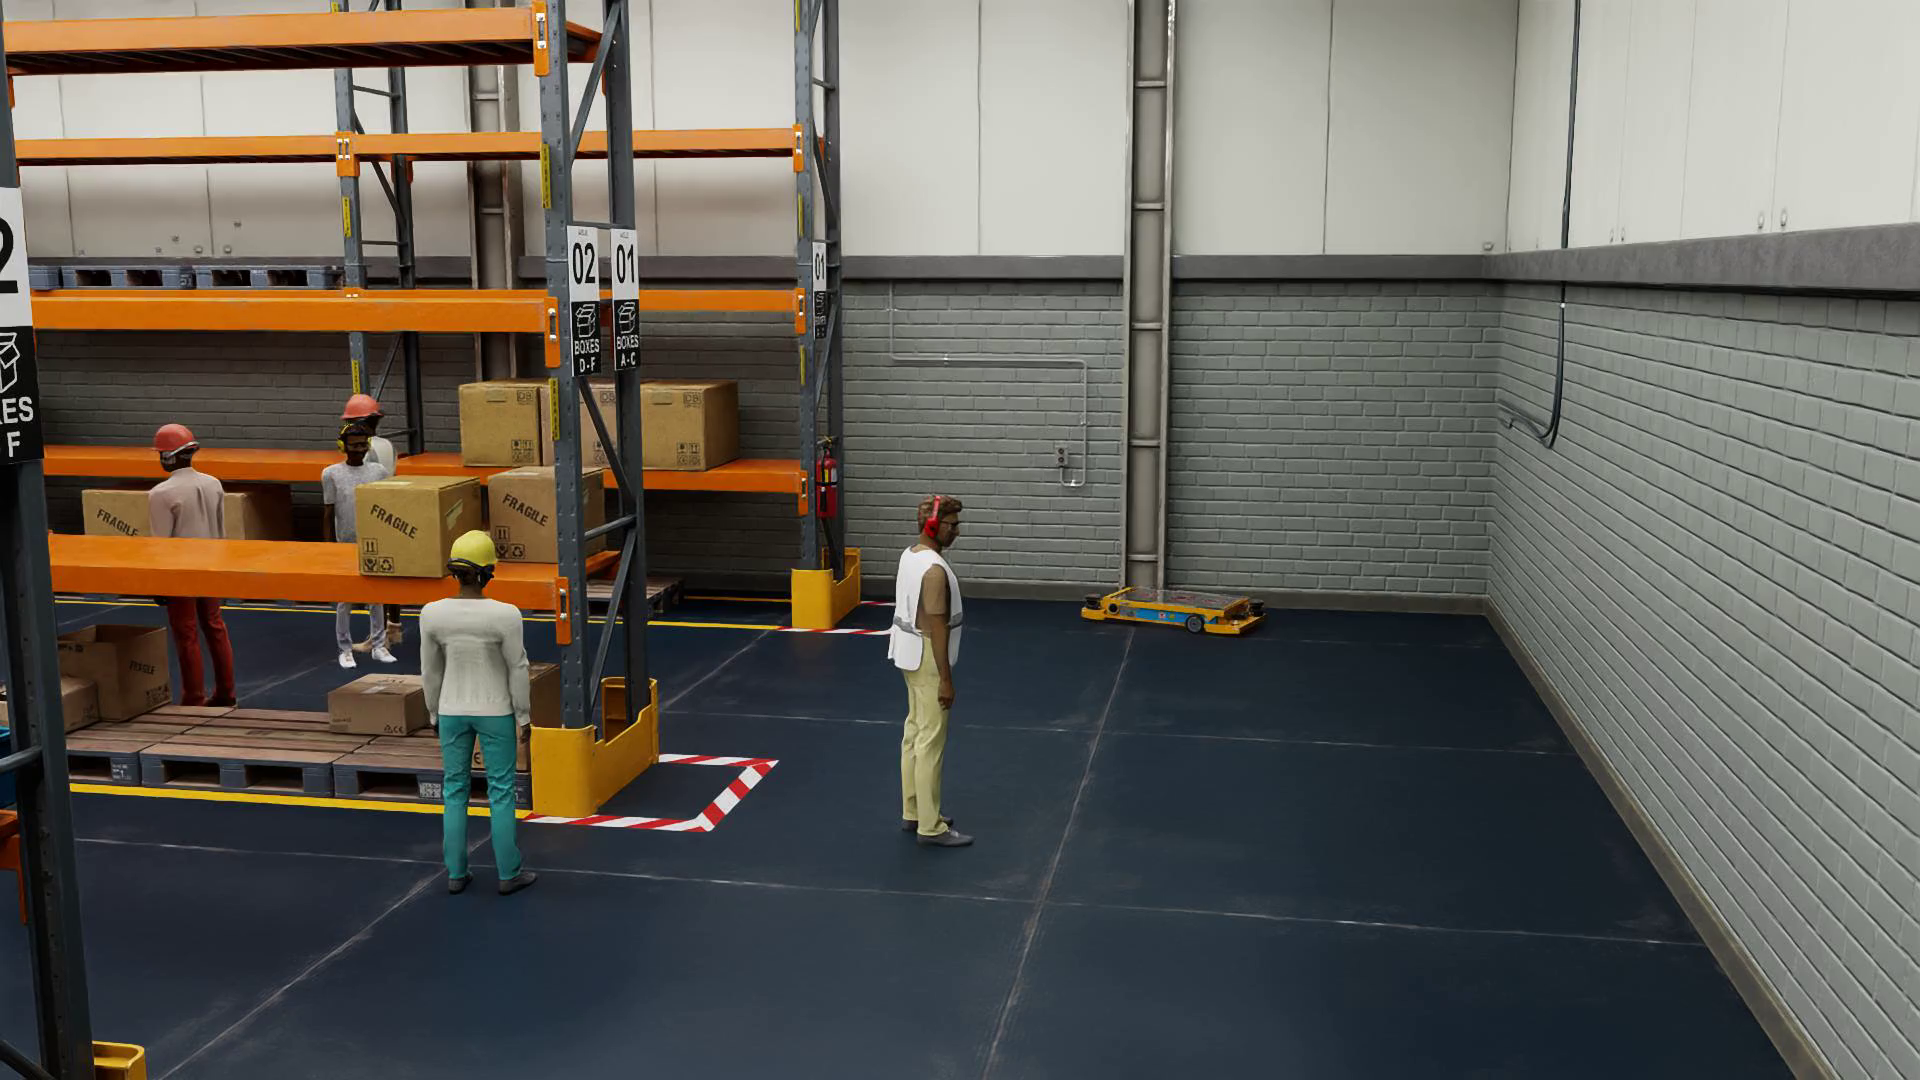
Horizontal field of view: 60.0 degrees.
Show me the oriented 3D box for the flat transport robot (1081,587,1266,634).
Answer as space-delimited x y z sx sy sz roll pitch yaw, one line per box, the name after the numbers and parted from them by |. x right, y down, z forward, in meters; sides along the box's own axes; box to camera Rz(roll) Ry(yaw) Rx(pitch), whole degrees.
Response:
1.817 0.581 14.152 1.431 0.197 0.652 5 11 29 | flat transport robot

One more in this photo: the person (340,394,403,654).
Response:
-4.637 -0.126 13.065 0.387 2.040 0.610 1 9 4 | person

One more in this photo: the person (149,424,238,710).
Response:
-5.166 0.211 11.140 0.400 1.985 0.617 3 10 18 | person

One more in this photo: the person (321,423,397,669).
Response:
-4.556 0.042 12.587 0.513 1.859 0.313 -7 12 -37 | person

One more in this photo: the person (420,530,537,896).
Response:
-2.305 0.832 7.976 0.530 1.768 0.312 1 9 6 | person

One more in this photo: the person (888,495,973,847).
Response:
-0.172 0.678 8.706 0.388 1.837 0.563 -3 10 -16 | person
